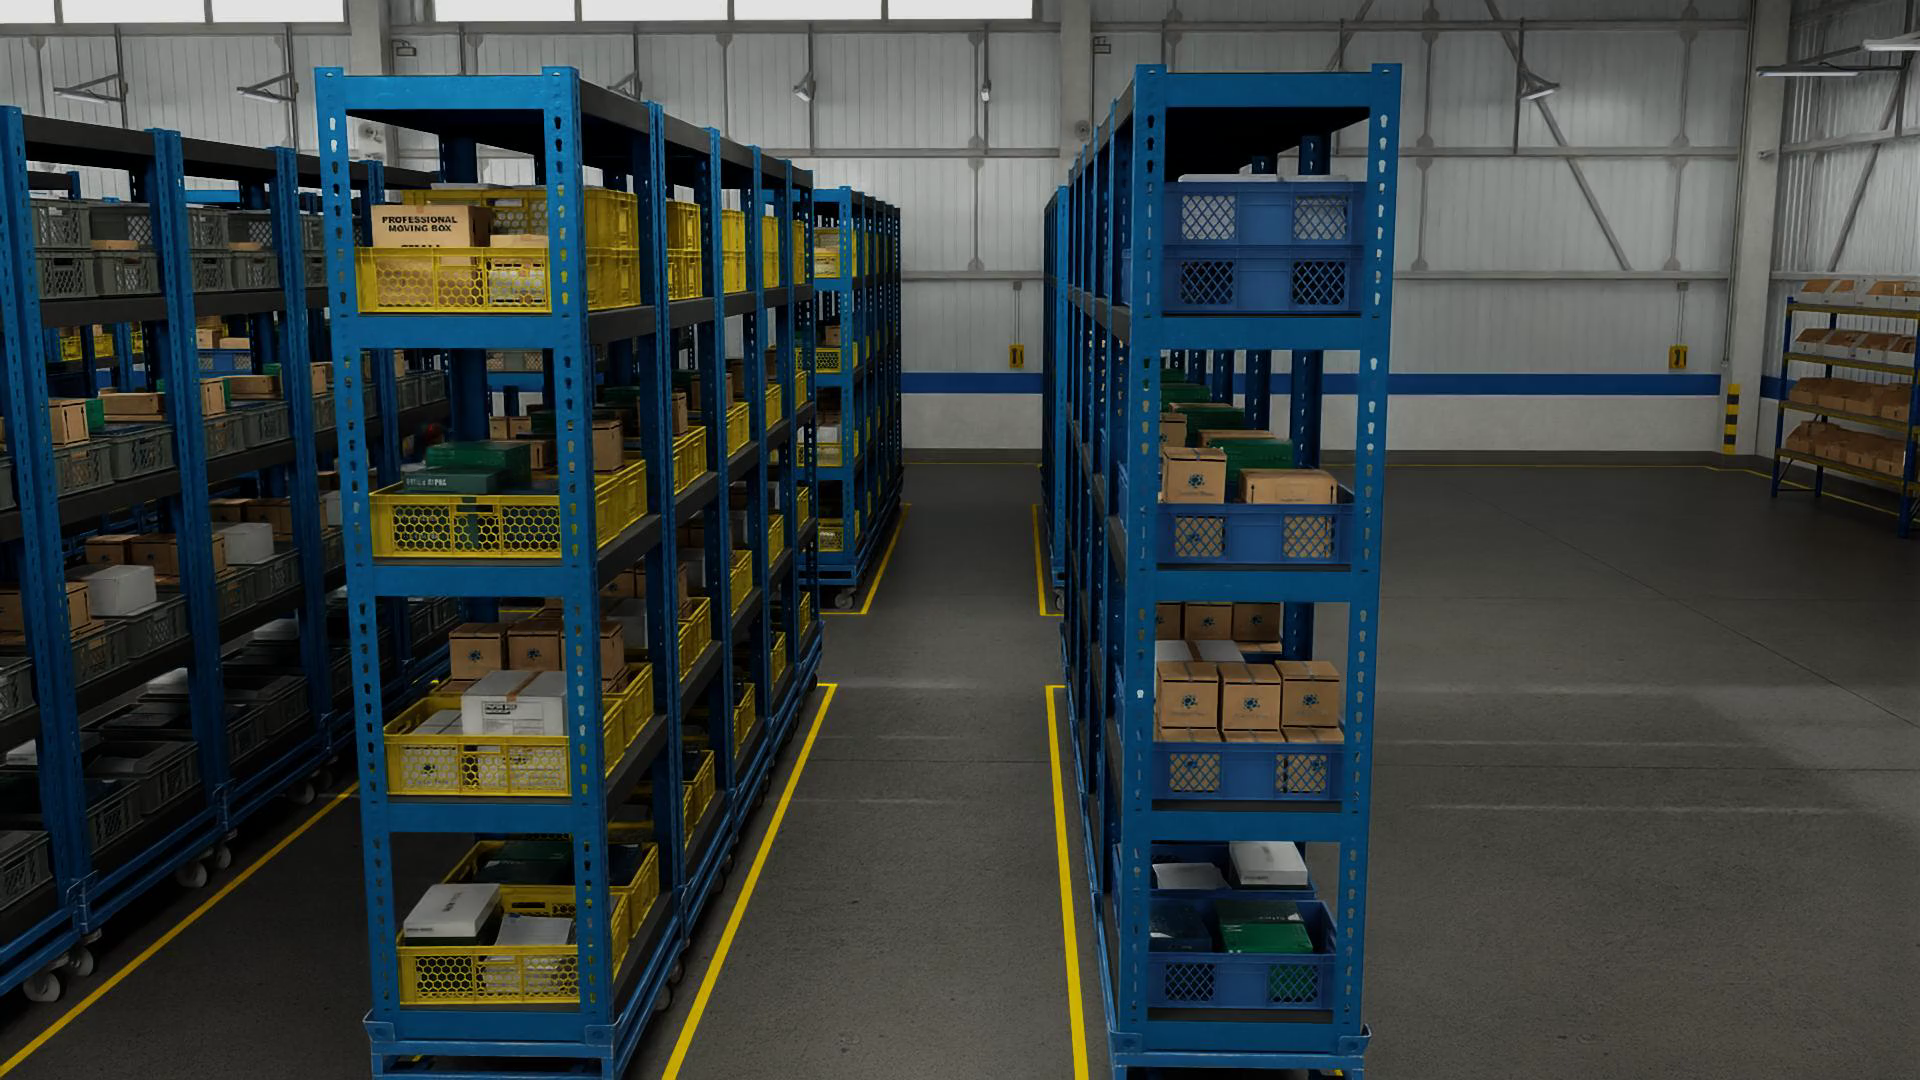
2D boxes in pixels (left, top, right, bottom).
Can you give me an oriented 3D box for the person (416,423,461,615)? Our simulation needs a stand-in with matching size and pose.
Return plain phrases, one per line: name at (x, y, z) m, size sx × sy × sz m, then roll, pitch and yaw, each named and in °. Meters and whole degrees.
person at (-3.937, 0.021, 12.408) m, size 0.755 × 1.819 × 0.577 m, roll 1°, pitch 10°, yaw 8°
